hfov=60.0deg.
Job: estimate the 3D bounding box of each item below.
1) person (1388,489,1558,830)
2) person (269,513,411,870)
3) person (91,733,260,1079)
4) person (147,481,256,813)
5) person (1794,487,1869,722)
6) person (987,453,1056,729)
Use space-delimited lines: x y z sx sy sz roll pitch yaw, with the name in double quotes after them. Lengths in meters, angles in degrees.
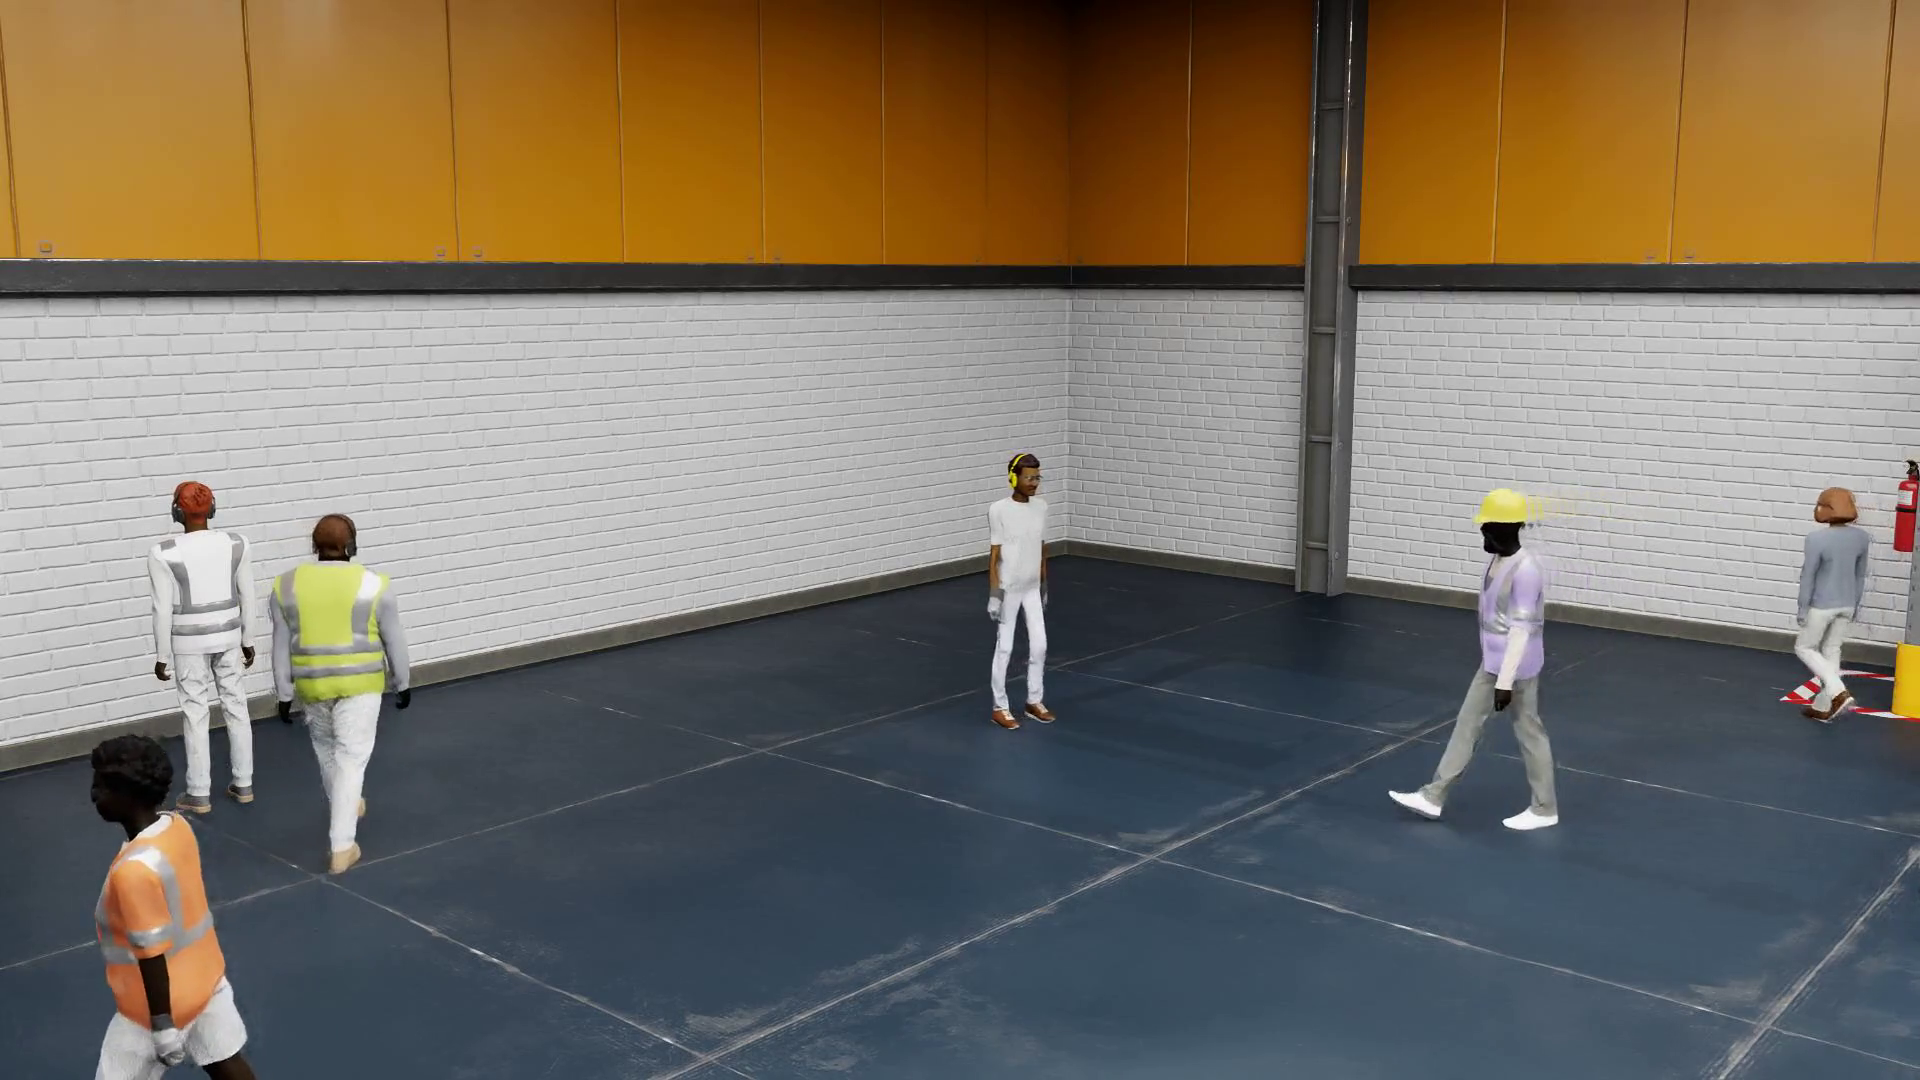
2.851 0.664 9.010 0.959 1.882 0.617 0 9 -2 "person"
-3.211 0.748 8.756 0.646 1.799 0.921 -1 9 -4 "person"
-2.493 1.400 5.155 0.916 1.644 0.537 -1 9 -7 "person"
-4.281 0.601 9.436 0.355 1.885 0.576 8 12 42 "person"
5.876 0.456 11.172 0.518 1.619 0.450 -2 9 -14 "person"
0.397 0.346 11.135 0.525 1.855 0.351 -5 10 -30 "person"
